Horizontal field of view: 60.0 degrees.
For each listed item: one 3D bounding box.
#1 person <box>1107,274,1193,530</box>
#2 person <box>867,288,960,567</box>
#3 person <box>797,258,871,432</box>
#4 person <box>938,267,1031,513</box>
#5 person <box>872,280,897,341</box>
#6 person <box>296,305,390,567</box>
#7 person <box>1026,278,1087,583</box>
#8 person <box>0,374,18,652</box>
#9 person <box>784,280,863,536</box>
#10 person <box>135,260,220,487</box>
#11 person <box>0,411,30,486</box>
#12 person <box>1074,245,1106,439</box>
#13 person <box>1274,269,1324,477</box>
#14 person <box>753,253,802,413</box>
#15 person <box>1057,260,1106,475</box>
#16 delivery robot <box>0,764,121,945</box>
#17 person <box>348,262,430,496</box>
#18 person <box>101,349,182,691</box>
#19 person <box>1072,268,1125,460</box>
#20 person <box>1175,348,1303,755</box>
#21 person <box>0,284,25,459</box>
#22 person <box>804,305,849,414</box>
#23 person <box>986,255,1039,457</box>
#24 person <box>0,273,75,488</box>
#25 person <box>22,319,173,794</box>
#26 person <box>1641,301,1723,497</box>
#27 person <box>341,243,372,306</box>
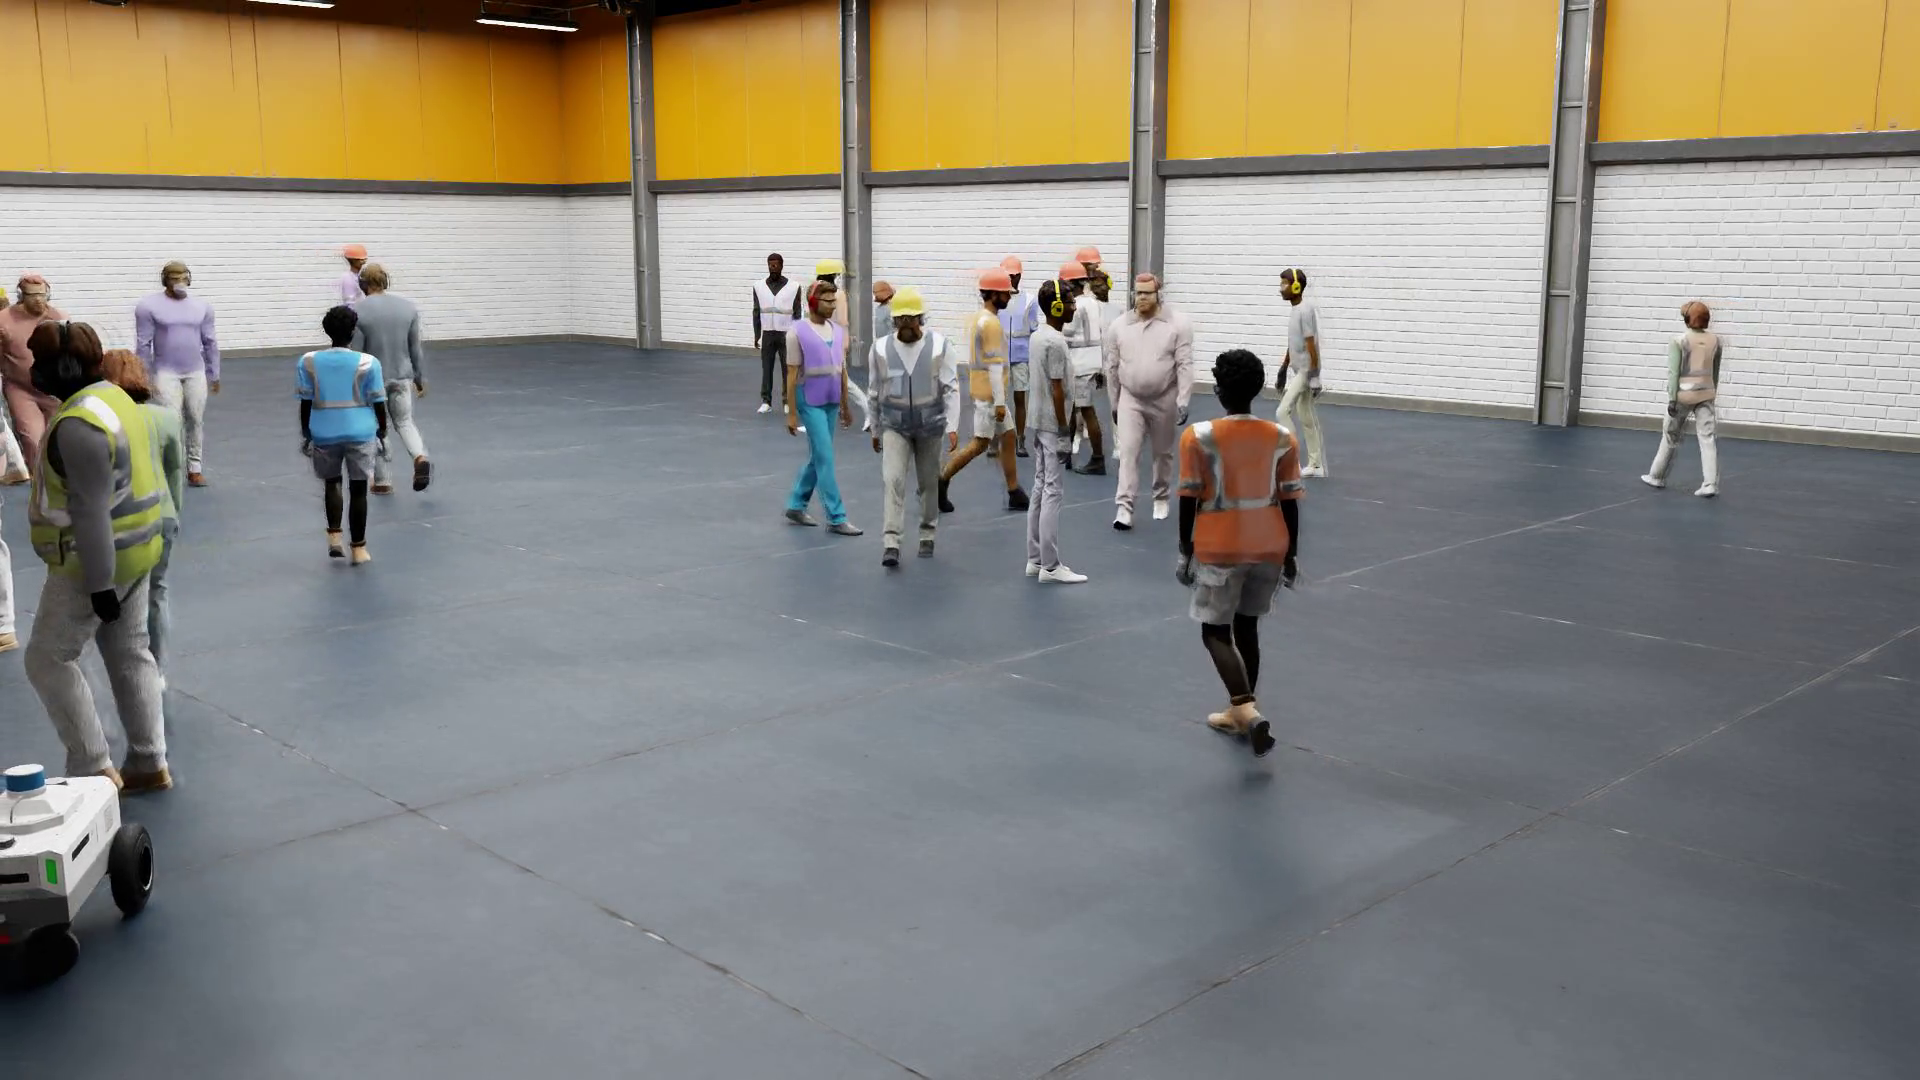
[{"bbox_3d":[1.383,-1.017,12.211,0.644,1.853,1.014,2,11,12],"label":"person"},{"bbox_3d":[-0.304,-0.717,10.740,0.608,1.787,0.905,0,10,2],"label":"person"},{"bbox_3d":[-1.316,-2.102,18.031,0.902,1.897,0.596,3,11,15],"label":"person"},{"bbox_3d":[0.171,-1.137,12.749,0.934,1.902,0.556,-1,10,-5],"label":"person"},{"bbox_3d":[-0.799,-2.248,19.606,0.589,1.614,0.501,-5,11,-25],"label":"person"},{"bbox_3d":[-3.969,-0.670,10.763,0.557,1.678,0.402,-1,10,-6],"label":"person"},{"bbox_3d":[0.582,-0.670,10.263,0.326,1.874,0.519,-3,11,-14],"label":"person"},{"bbox_3d":[-5.107,-0.327,8.493,0.620,1.837,0.428,8,13,38],"label":"person"},{"bbox_3d":[-1.004,-0.959,12.001,0.796,1.816,0.585,7,12,32],"label":"person"},{"bbox_3d":[-6.606,-1.398,14.076,0.667,1.925,0.494,-9,14,-41],"label":"person"},{"bbox_3d":[-8.418,-1.340,14.166,0.965,1.790,0.632,3,11,14],"label":"person"},{"bbox_3d":[1.285,-2.075,17.474,0.536,2.030,0.627,8,13,37],"label":"person"},{"bbox_3d":[2.930,-1.441,14.554,0.675,1.837,0.596,0,10,2],"label":"person"},{"bbox_3d":[-2.195,-2.485,20.035,0.590,1.916,0.394,1,10,4],"label":"person"},{"bbox_3d":[0.971,-1.529,14.847,0.815,1.902,0.538,5,11,25],"label":"person"},{"bbox_3d":[-2.767,0.914,4.959,0.477,0.478,0.707,-2,11,-13],"label":"delivery robot"},{"bbox_3d":[-4.617,-1.289,13.501,0.656,1.921,0.678,-9,14,-41],"label":"person"},{"bbox_3d":[-3.832,-0.072,7.720,0.388,1.617,0.504,10,14,43],"label":"person"},{"bbox_3d":[1.351,-1.679,15.881,0.541,1.834,0.712,-4,11,-20],"label":"person"},{"bbox_3d":[1.179,0.061,6.795,0.542,1.675,0.673,-3,11,-18],"label":"person"},{"bbox_3d":[-8.975,-1.556,15.562,0.501,1.689,0.892,-2,11,-12],"label":"person"},{"bbox_3d":[-1.553,-2.214,19.391,0.530,1.593,0.853,0,10,-2],"label":"person"},{"bbox_3d":[0.485,-1.758,16.008,0.543,1.939,0.362,0,10,0],"label":"person"},{"bbox_3d":[-7.248,-1.163,13.016,0.944,1.855,0.667,10,14,43],"label":"person"},{"bbox_3d":[-3.289,0.100,6.197,0.579,1.830,0.621,-2,11,-10],"label":"person"},{"bbox_3d":[6.032,-1.169,13.735,0.531,1.583,0.884,-2,11,-10],"label":"person"},{"bbox_3d":[-7.673,-2.774,21.316,0.467,2.022,0.628,0,10,-2],"label":"person"}]
